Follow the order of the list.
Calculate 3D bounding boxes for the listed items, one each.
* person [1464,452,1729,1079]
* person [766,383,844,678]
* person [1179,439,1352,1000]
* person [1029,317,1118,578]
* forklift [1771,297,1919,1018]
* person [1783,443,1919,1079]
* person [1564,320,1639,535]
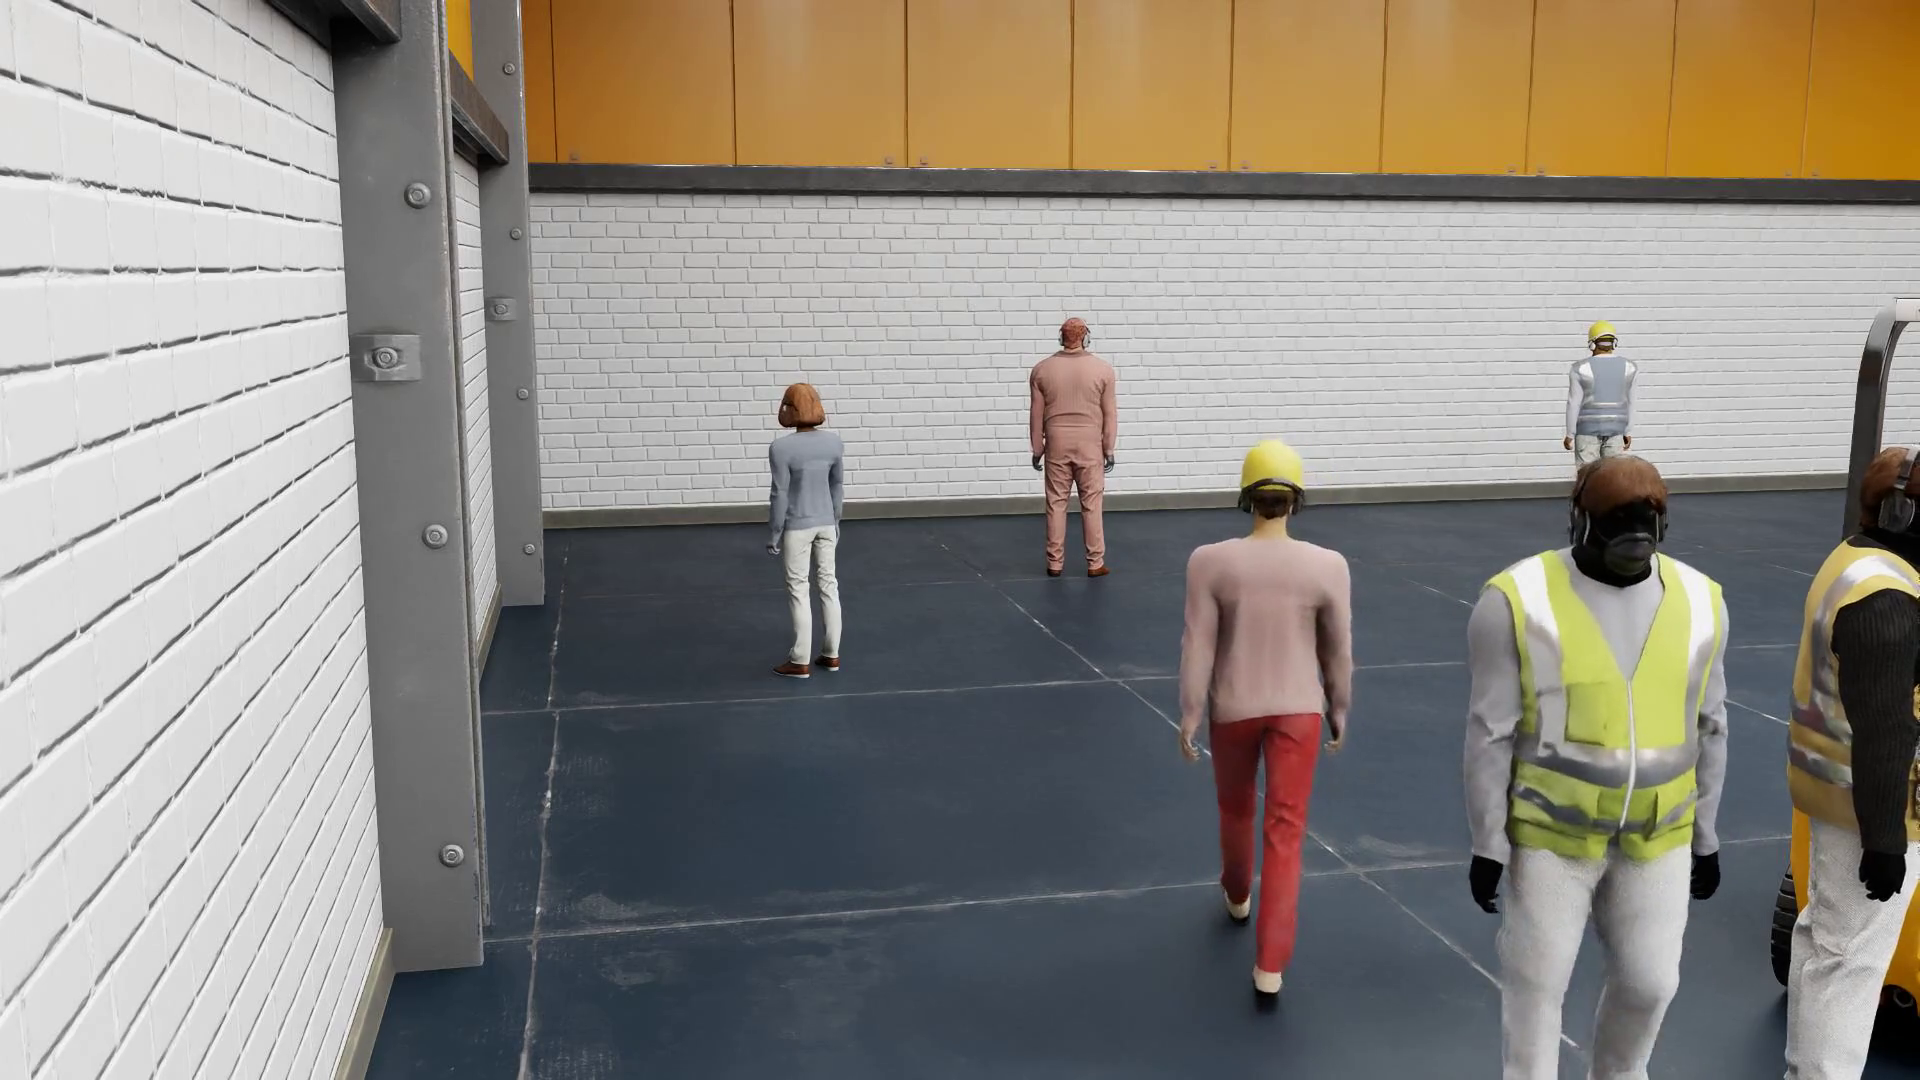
[{"bbox_3d":[1.535,0.701,4.035,0.643,1.843,0.428,0,9,1],"label":"person"},{"bbox_3d":[-0.858,-0.054,9.236,0.497,1.636,0.284,-9,13,-43],"label":"person"},{"bbox_3d":[0.986,0.535,5.381,0.541,1.714,0.933,2,9,9],"label":"person"},{"bbox_3d":[0.836,-0.674,12.193,0.643,1.910,0.400,2,10,13],"label":"person"},{"bbox_3d":[3.542,0.334,5.177,2.313,2.155,1.214,-9,13,-43],"label":"forklift"},{"bbox_3d":[2.307,0.674,4.181,0.429,1.840,0.630,4,10,23],"label":"person"},{"bbox_3d":[5.372,-0.927,13.987,0.586,1.825,0.403,0,9,-1],"label":"person"}]
